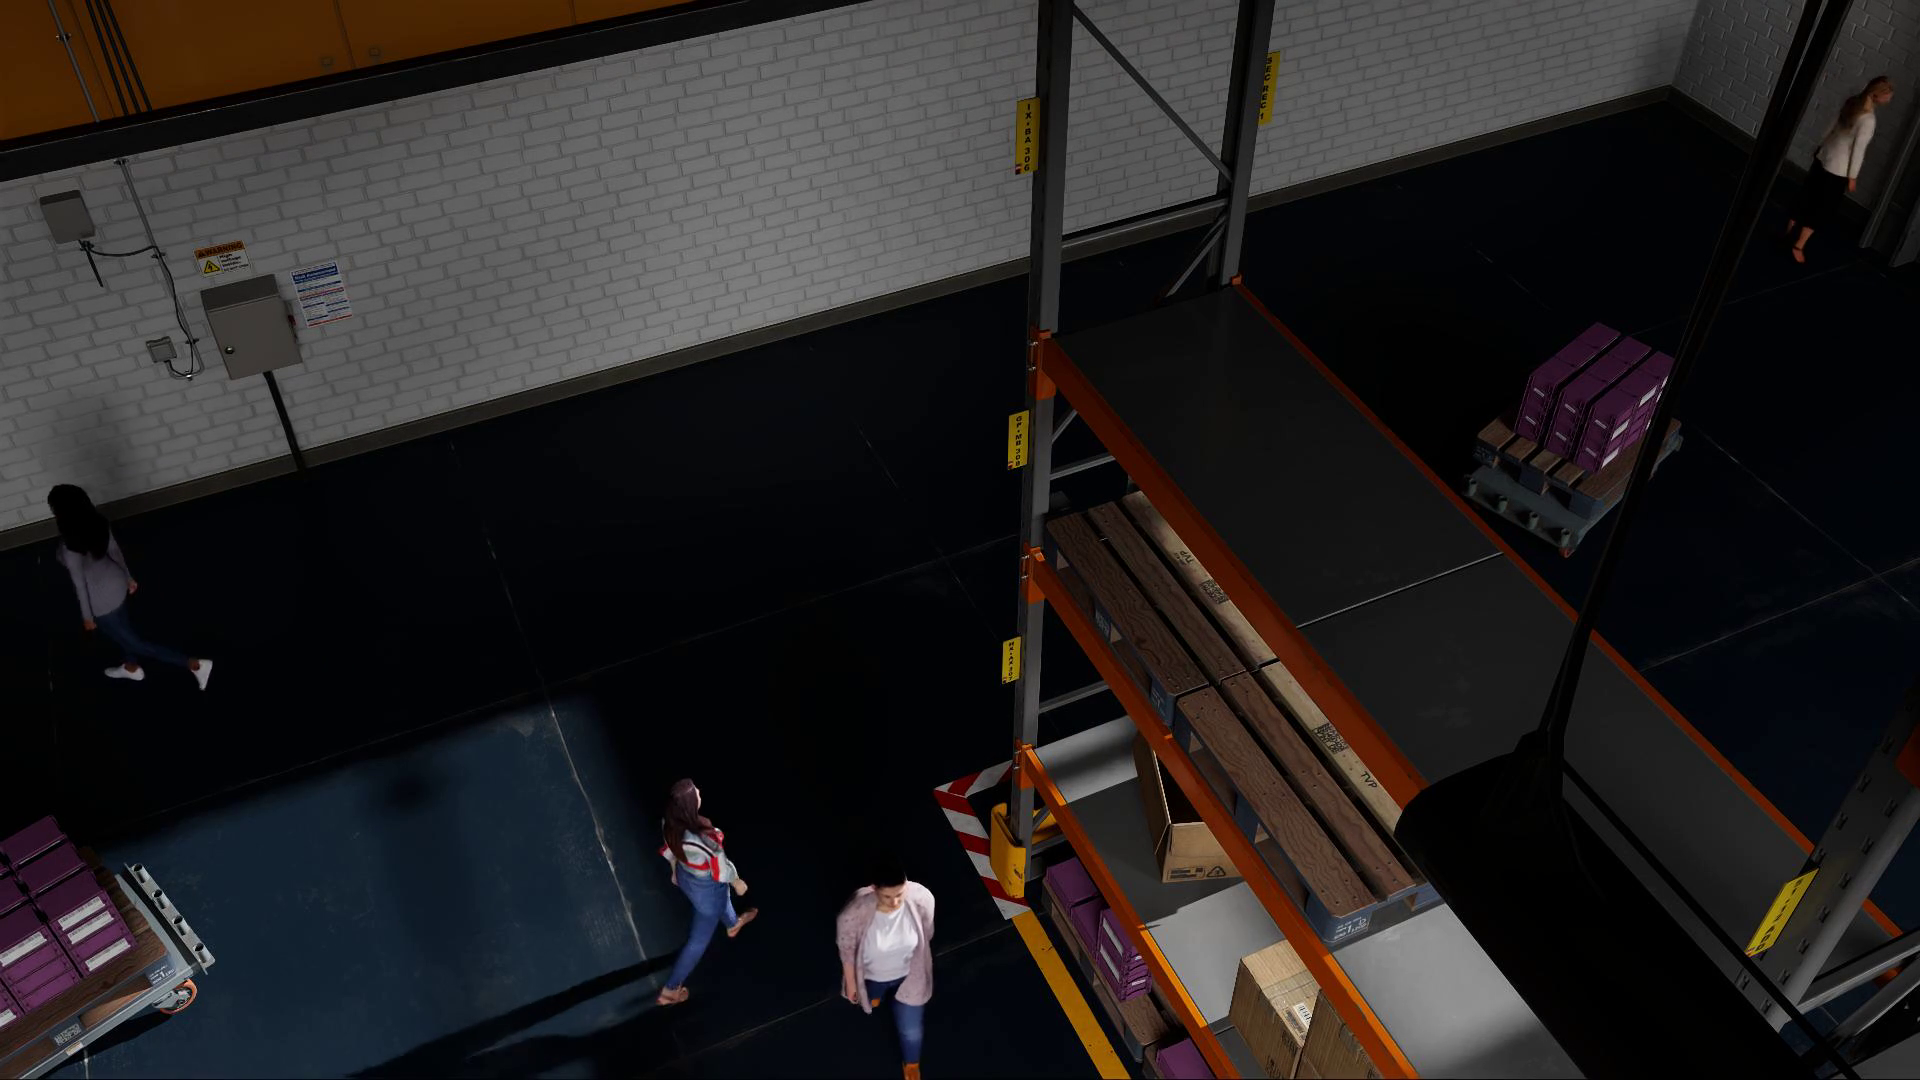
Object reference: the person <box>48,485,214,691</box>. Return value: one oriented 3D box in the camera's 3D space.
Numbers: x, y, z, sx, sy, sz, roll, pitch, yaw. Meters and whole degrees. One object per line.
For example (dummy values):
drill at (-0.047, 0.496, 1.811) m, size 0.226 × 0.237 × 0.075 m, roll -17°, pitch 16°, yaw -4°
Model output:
person at (-5.325, 0.361, 10.583) m, size 0.974 × 1.712 × 1.099 m, roll 0°, pitch 44°, yaw 0°

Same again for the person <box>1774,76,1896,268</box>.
person at (7.432, -3.203, 14.236) m, size 0.856 × 1.834 × 0.606 m, roll -12°, pitch 45°, yaw -12°

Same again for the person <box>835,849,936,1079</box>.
person at (-0.406, 2.140, 8.721) m, size 0.901 × 1.707 × 1.197 m, roll -5°, pitch 44°, yaw -5°

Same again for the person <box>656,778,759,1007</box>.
person at (-1.455, 1.919, 9.045) m, size 1.089 × 1.580 × 0.924 m, roll 33°, pitch 52°, yaw 30°
